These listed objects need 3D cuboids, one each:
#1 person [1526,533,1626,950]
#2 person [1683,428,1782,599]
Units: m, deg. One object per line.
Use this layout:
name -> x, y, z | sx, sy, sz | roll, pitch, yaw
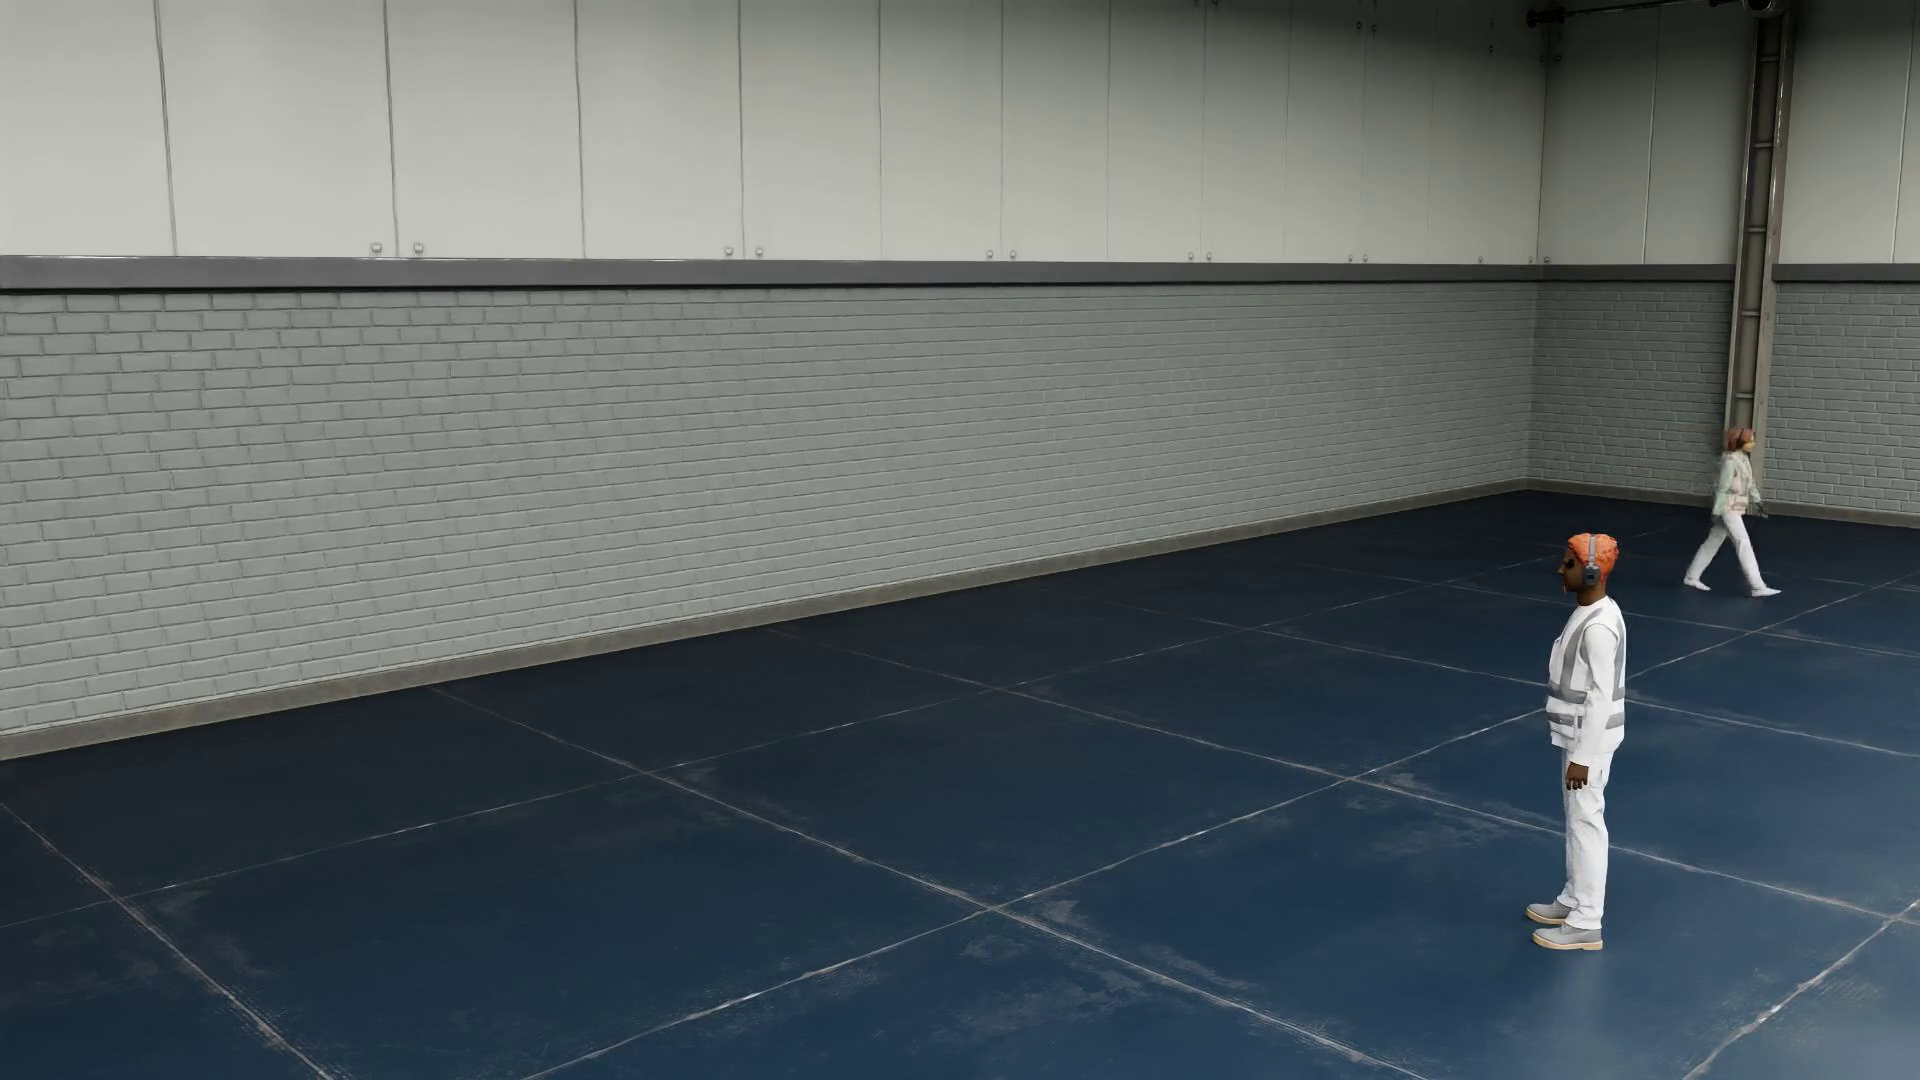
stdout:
person -> 2.792, 0.899, 7.481 | 0.356, 1.882, 0.574 | 3, 10, 16
person -> 7.256, -0.264, 15.609 | 0.890, 1.588, 0.511 | 6, 11, 34
